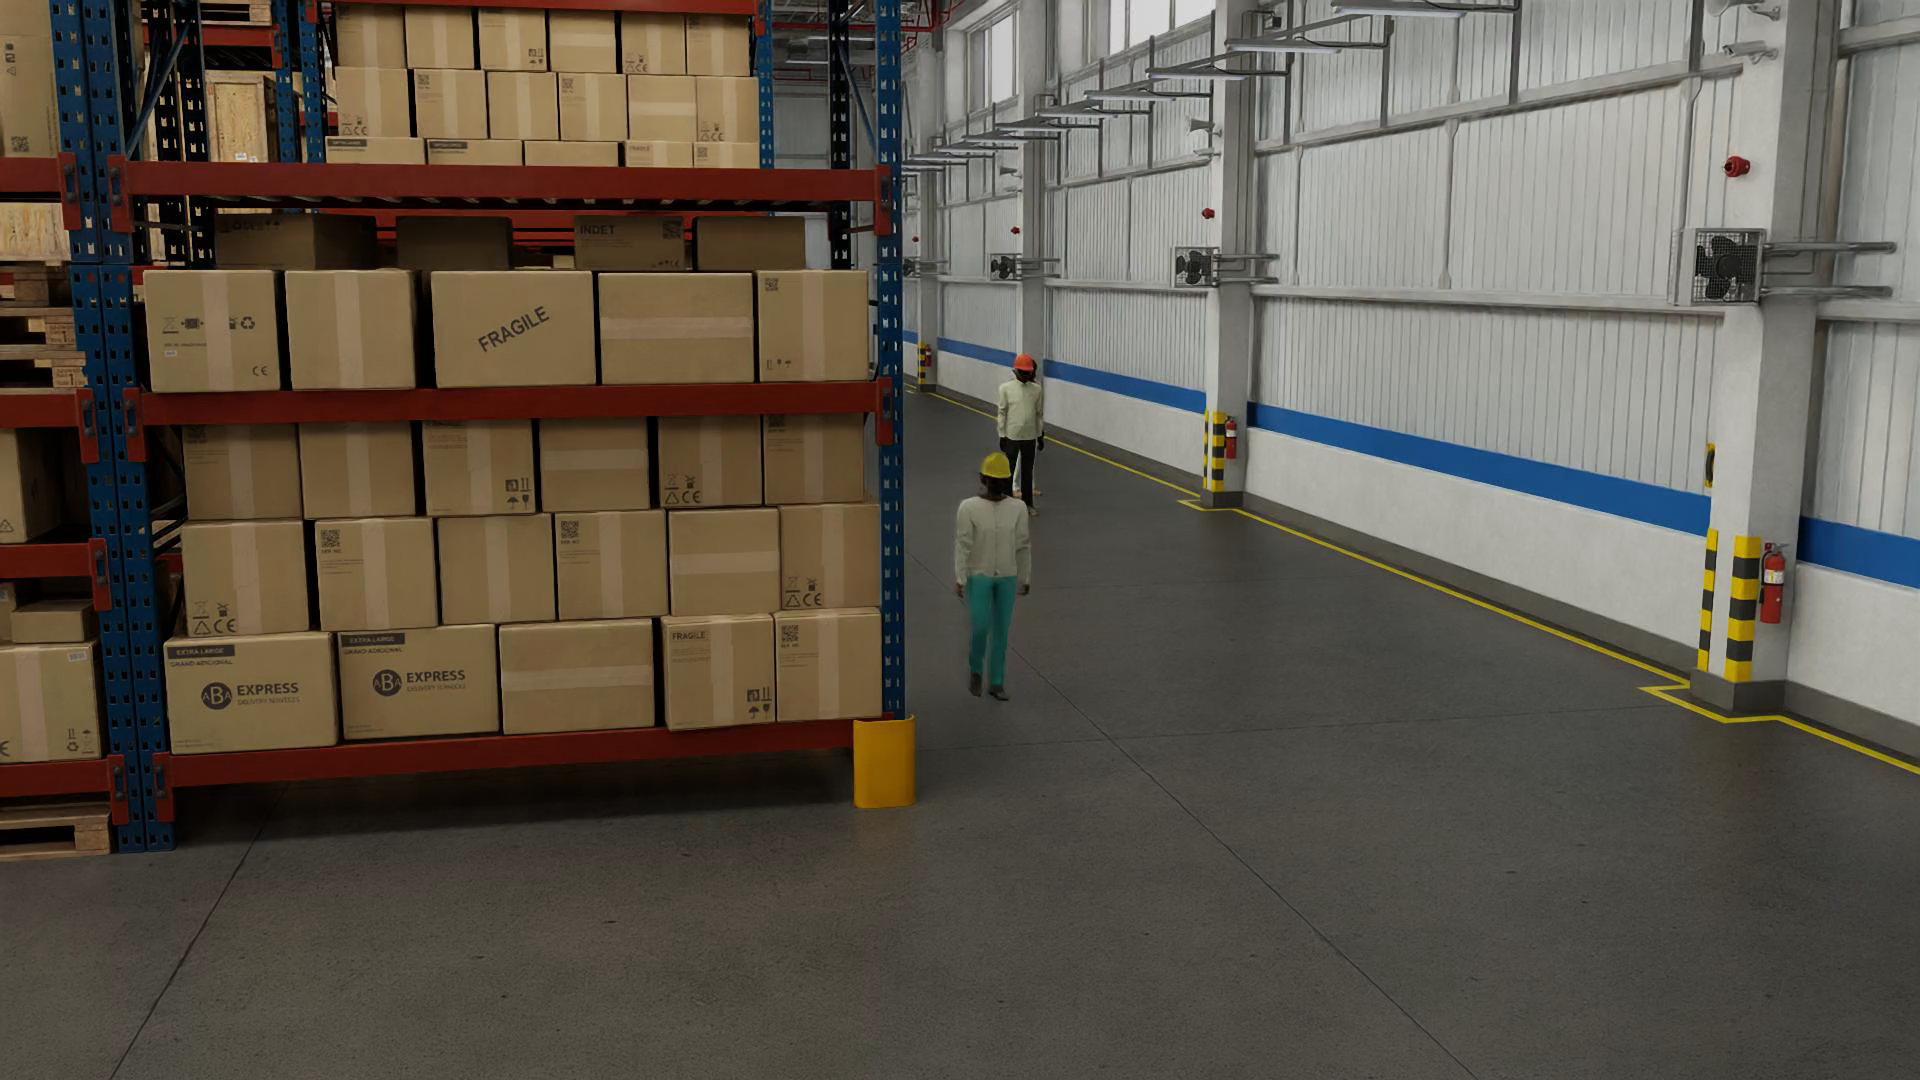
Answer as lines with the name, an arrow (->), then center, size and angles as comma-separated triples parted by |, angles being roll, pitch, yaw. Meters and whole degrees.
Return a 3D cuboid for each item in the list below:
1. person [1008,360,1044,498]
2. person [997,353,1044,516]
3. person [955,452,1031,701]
person -> 0.874, -1.476, 21.966 | 0.620, 1.842, 0.429 | -8, 12, -40
person -> 0.743, -1.273, 20.258 | 0.608, 1.994, 0.382 | -4, 10, -24
person -> 0.244, 0.259, 11.617 | 0.545, 1.754, 0.364 | -3, 10, -19
